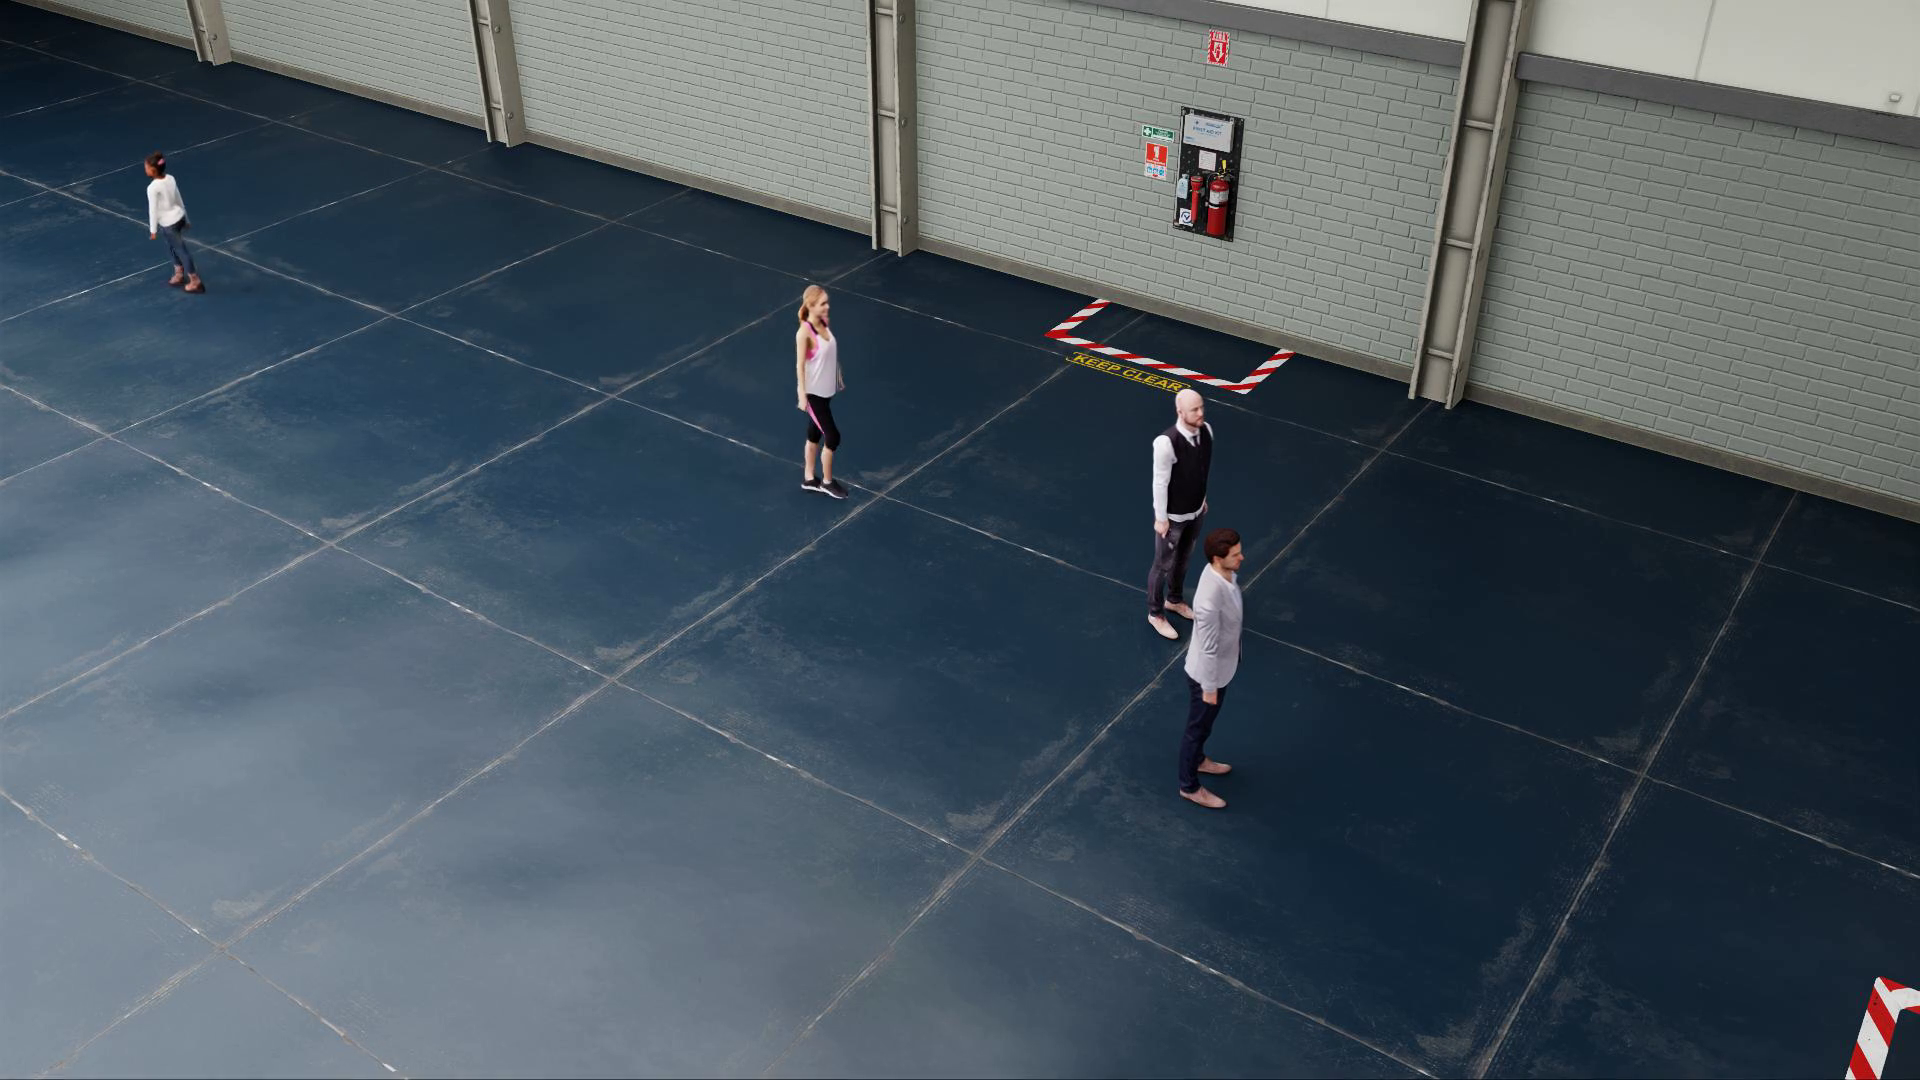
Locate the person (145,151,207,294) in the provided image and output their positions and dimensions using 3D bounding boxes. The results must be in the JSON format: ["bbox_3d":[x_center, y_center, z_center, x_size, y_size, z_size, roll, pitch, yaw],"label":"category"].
[{"bbox_3d":[-7.678,-3.108,16.330,0.790,1.444,0.701,5,33,8],"label":"person"}]

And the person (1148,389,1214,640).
[{"bbox_3d":[1.503,-0.204,11.372,0.639,1.824,0.719,27,41,36],"label":"person"}]

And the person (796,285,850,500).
[{"bbox_3d":[-1.191,-1.163,12.933,0.741,1.779,0.701,13,34,19],"label":"person"}]

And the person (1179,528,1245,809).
[{"bbox_3d":[1.486,0.722,9.875,0.707,1.853,0.749,8,33,13],"label":"person"}]
